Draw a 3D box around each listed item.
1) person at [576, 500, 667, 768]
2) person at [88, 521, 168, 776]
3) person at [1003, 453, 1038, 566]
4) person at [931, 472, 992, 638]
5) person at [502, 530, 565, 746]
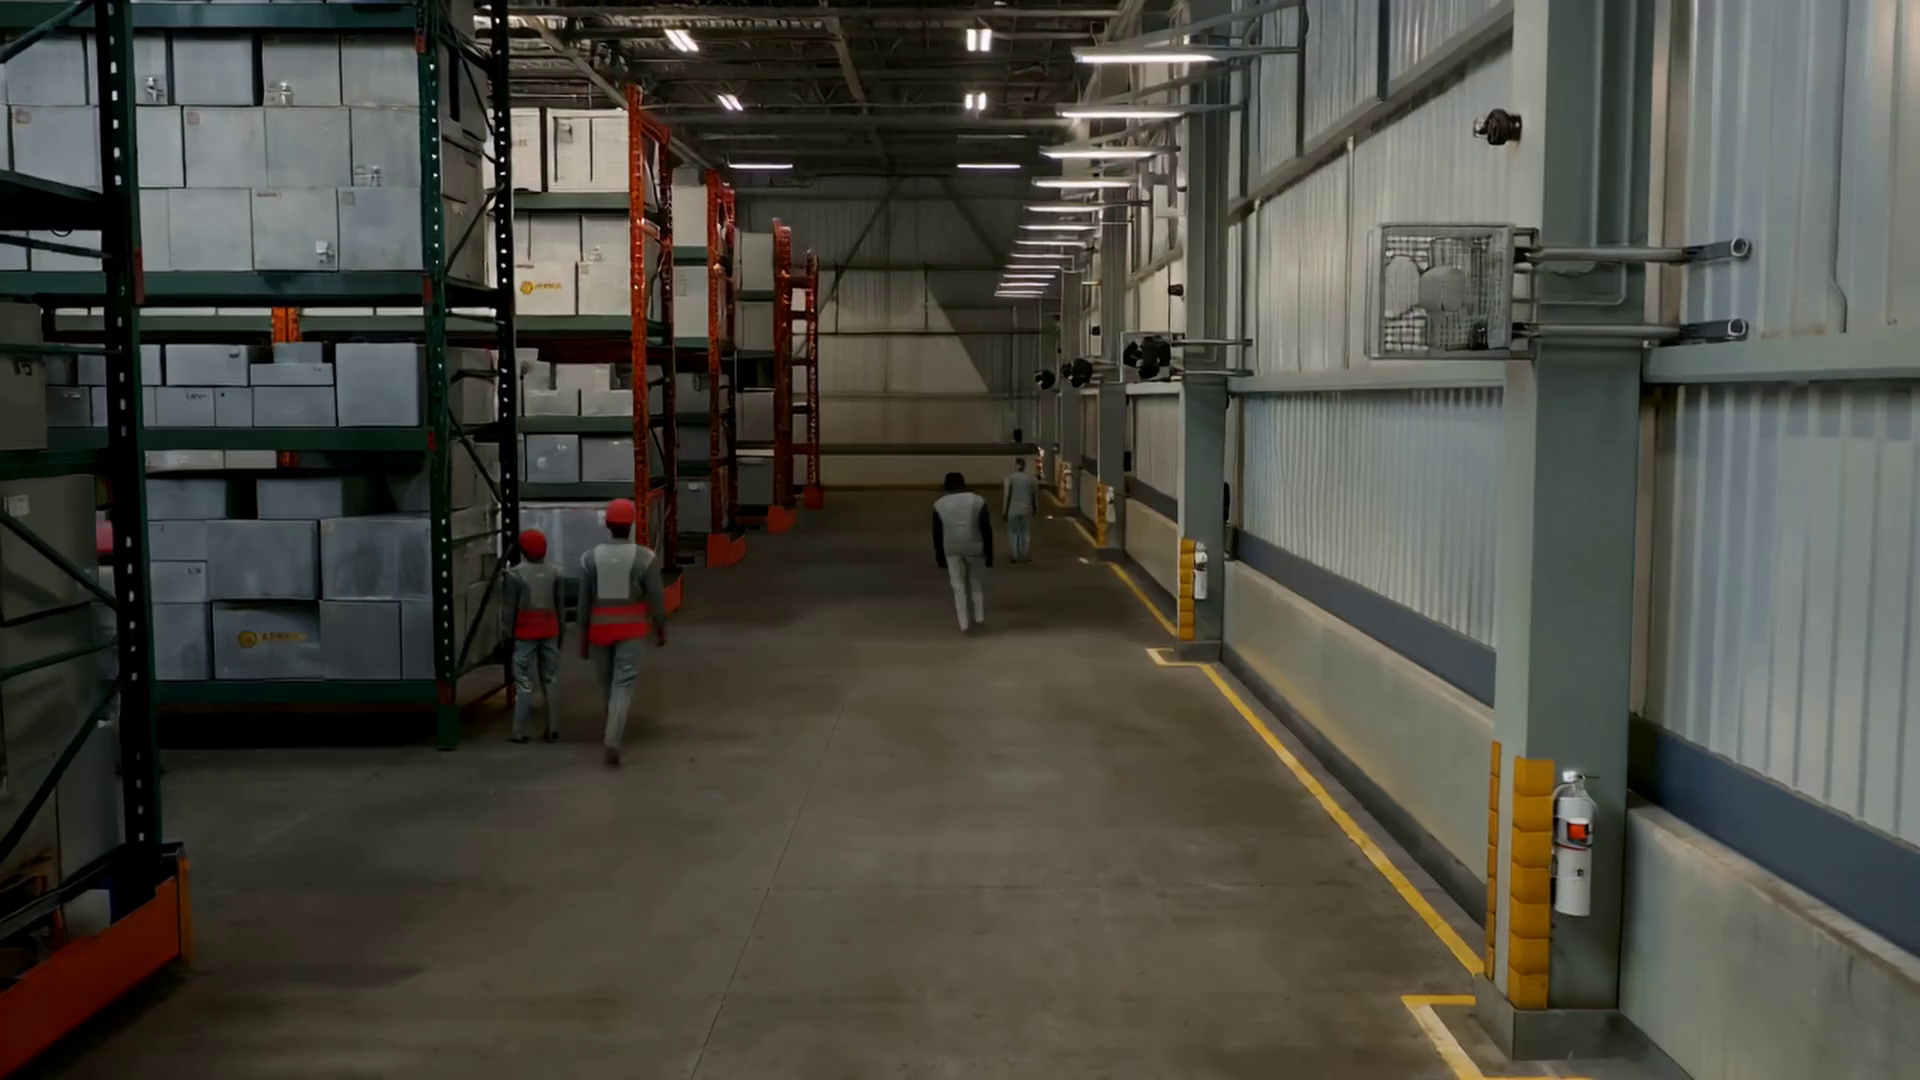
[{"bbox_3d":[-2.439,0.658,11.993,0.594,1.892,1.058,1,5,11],"label":"person"},{"bbox_3d":[-5.974,0.765,11.308,0.919,1.796,0.610,-1,5,-7],"label":"person"},{"bbox_3d":[0.931,-0.462,25.762,0.570,1.755,0.320,-1,5,-16],"label":"person"},{"bbox_3d":[0.019,0.158,18.268,0.665,1.808,0.588,0,5,1],"label":"person"},{"bbox_3d":[-3.206,0.735,12.562,0.312,1.632,0.526,5,7,44],"label":"person"}]
